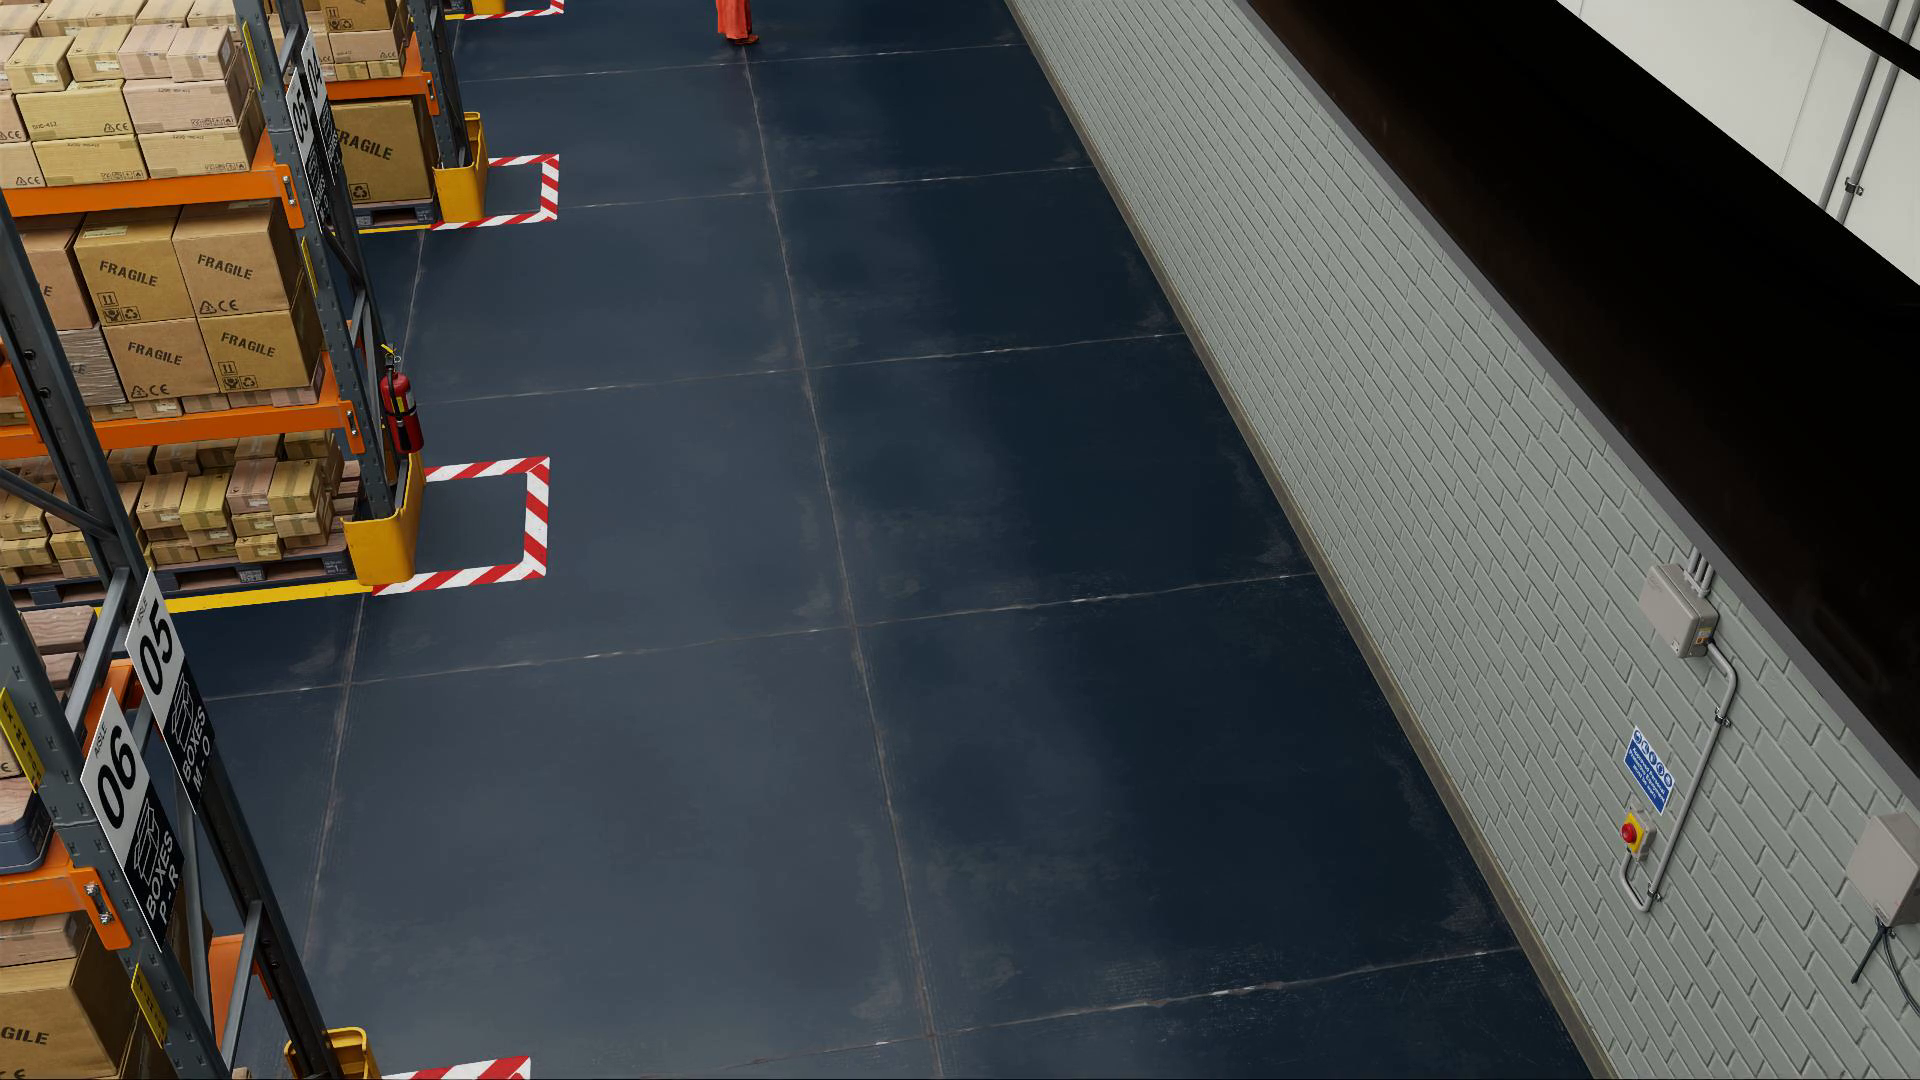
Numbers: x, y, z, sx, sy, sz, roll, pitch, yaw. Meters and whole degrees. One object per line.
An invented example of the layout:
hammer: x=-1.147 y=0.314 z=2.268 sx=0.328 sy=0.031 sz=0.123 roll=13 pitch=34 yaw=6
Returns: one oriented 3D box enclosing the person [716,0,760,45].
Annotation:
person: x=-2.360 y=-6.032 z=17.121 sx=0.711 sy=1.803 sz=0.709 roll=-23 pitch=43 yaw=-26
